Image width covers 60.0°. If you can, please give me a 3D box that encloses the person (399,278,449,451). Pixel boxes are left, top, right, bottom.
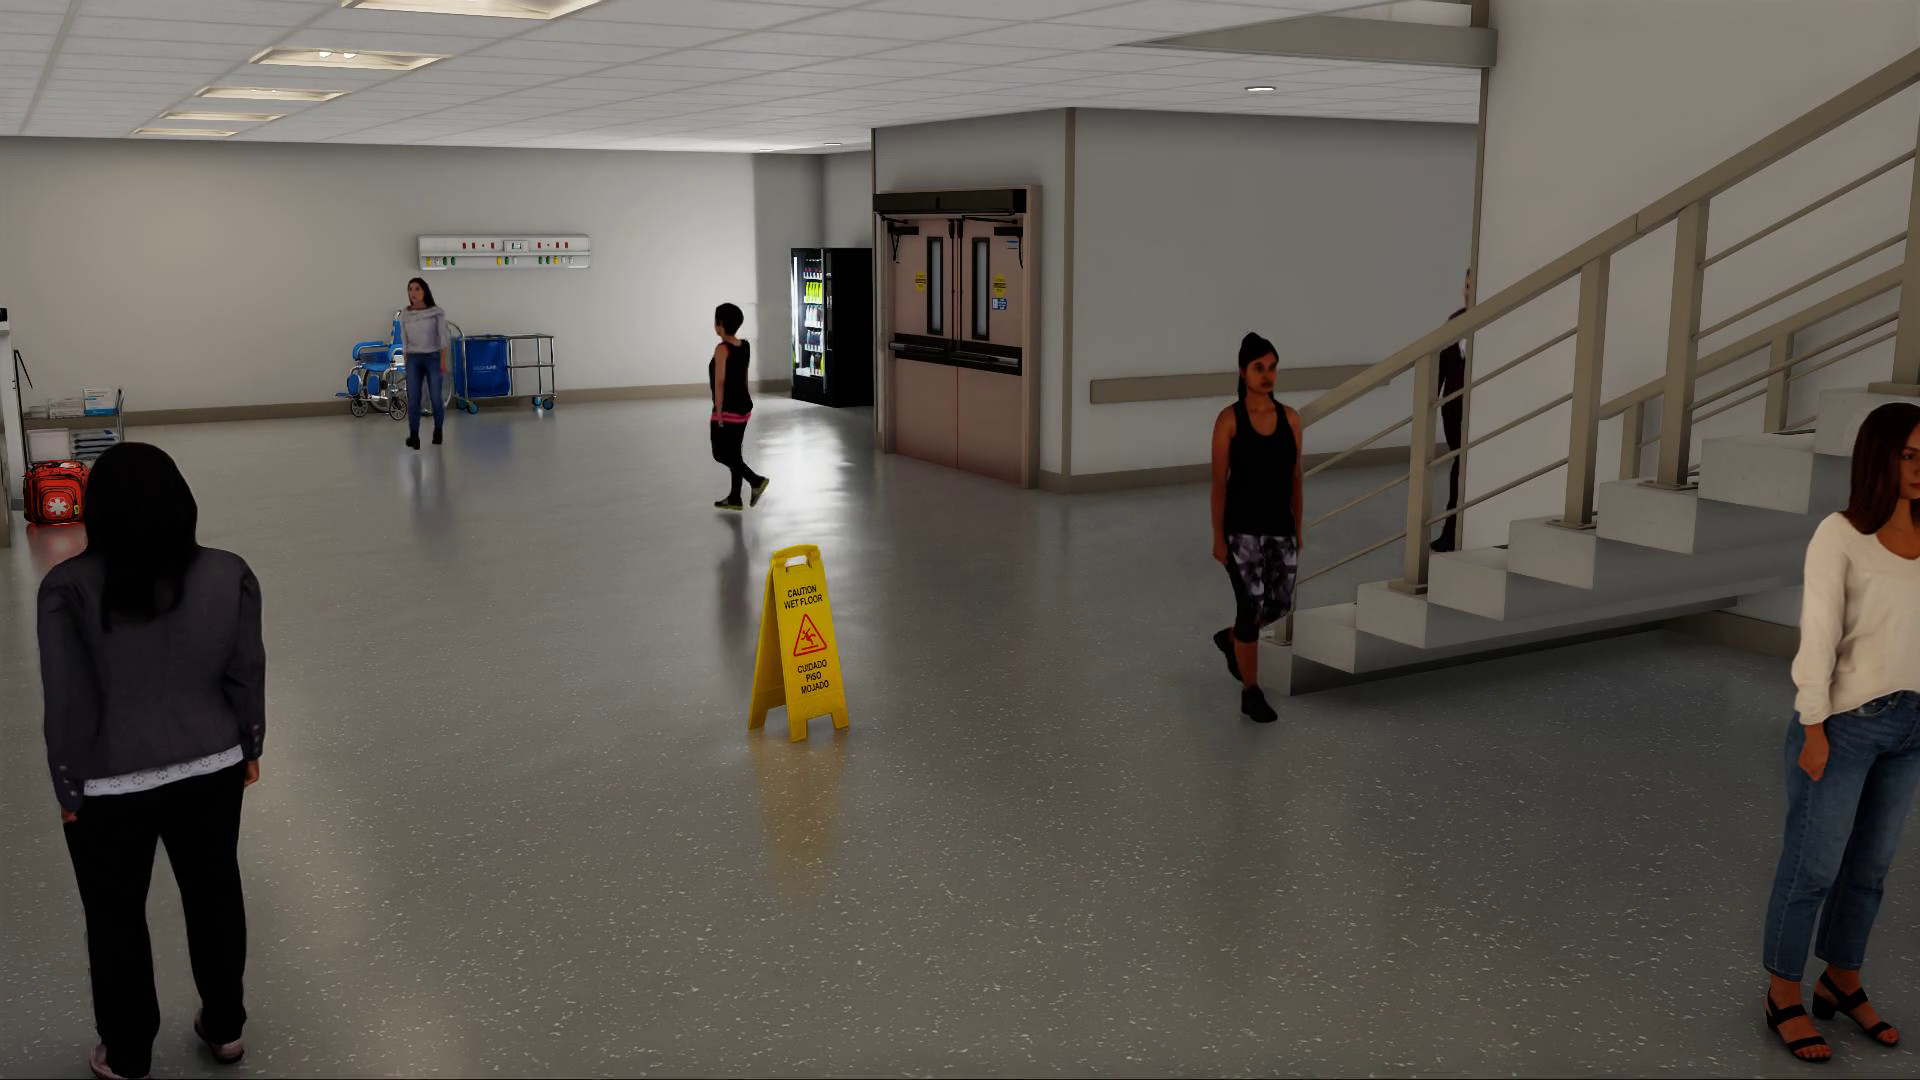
[{"bbox_3d":[-5.013,-1.636,15.682,0.917,1.581,1.125,-1,11,-3],"label":"person"}]

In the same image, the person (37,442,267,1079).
[{"bbox_3d":[-1.980,0.555,4.097,0.726,1.595,0.725,-10,14,-41],"label":"person"}]

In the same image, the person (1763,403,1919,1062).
[{"bbox_3d":[2.305,0.480,4.260,0.657,1.682,0.591,-4,11,-20],"label":"person"}]

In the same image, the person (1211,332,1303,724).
[{"bbox_3d":[1.241,-0.064,7.203,0.671,1.653,0.833,-4,12,-21],"label":"person"}]

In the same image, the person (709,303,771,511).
[{"bbox_3d":[-1.618,-0.953,12.202,0.904,1.537,0.771,6,12,30],"label":"person"}]
